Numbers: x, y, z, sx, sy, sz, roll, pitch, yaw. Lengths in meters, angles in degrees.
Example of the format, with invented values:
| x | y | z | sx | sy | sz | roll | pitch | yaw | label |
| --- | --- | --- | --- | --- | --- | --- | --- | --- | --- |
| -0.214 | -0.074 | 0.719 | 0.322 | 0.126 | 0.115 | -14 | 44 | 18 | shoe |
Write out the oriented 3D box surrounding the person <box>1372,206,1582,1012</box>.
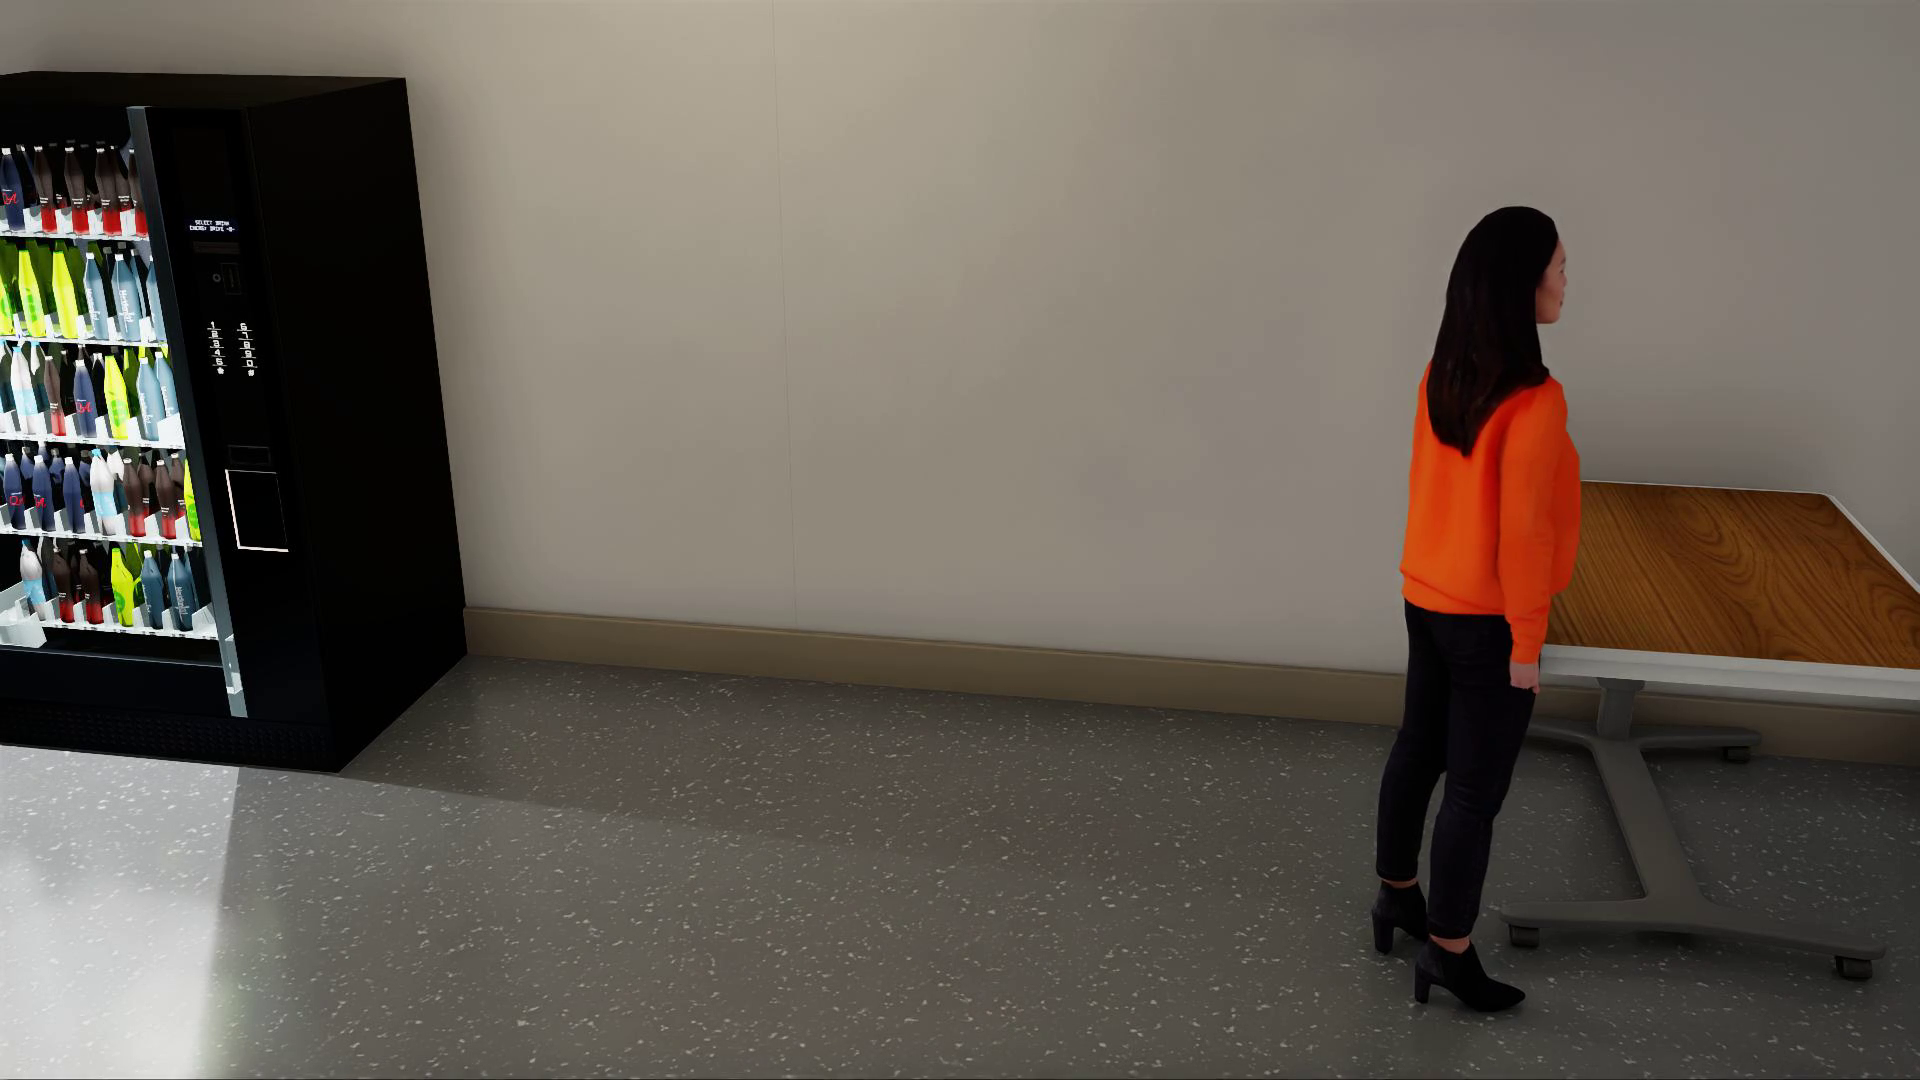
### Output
| x | y | z | sx | sy | sz | roll | pitch | yaw | label |
| --- | --- | --- | --- | --- | --- | --- | --- | --- | --- |
| 1.084 | 0.166 | 3.539 | 0.665 | 1.748 | 0.688 | -3 | 21 | -9 | person |
